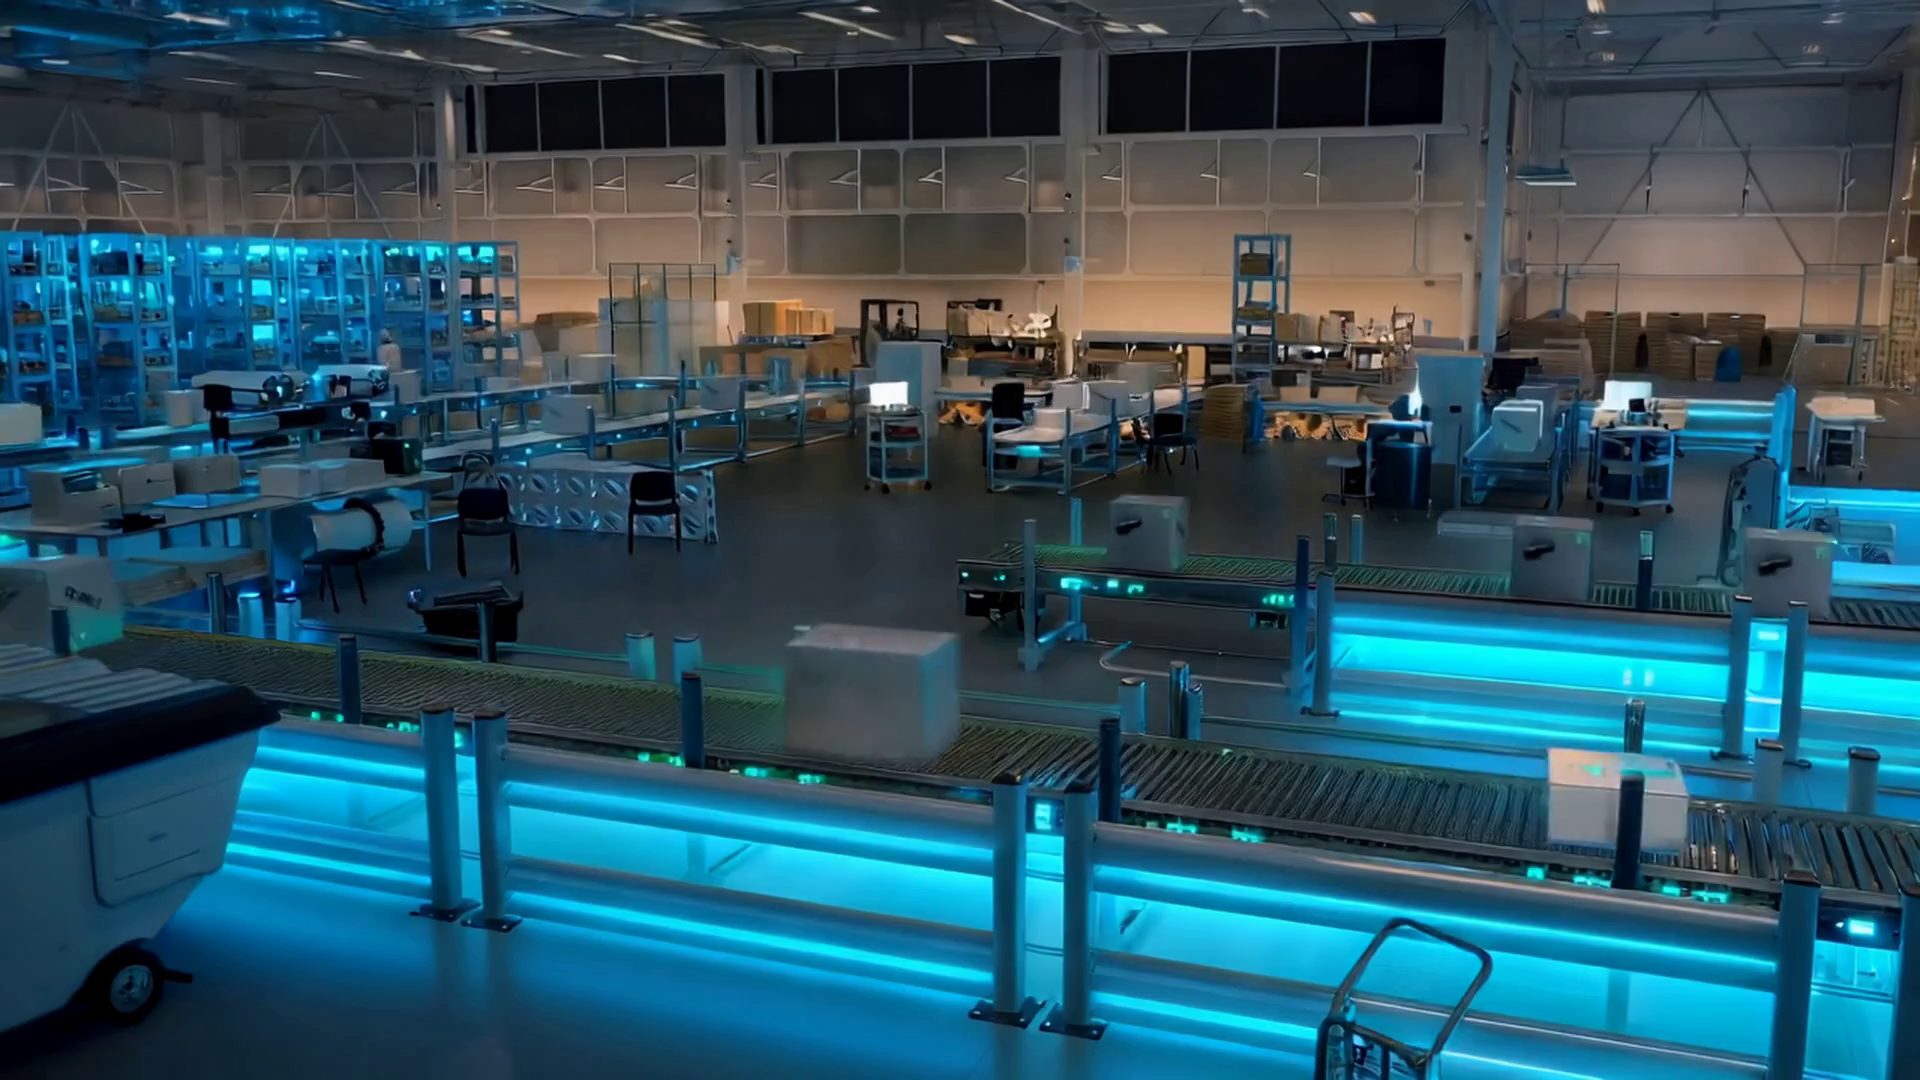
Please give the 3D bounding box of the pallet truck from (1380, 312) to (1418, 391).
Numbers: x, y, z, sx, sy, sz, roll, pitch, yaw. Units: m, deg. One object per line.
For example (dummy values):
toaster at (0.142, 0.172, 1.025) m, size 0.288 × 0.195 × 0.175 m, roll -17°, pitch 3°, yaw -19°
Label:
pallet truck at (10.207, -4.283, 38.369) m, size 0.823 × 1.965 × 1.885 m, roll 3°, pitch 10°, yaw 20°

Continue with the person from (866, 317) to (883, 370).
person at (-1.927, -4.019, 37.095) m, size 0.594 × 1.885 × 0.657 m, roll -3°, pitch 10°, yaw -19°

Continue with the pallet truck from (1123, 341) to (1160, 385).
pallet truck at (4.445, -4.380, 41.279) m, size 0.680 × 1.201 × 1.601 m, roll 4°, pitch 10°, yaw 22°

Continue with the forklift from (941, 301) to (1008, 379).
forklift at (0.365, -4.966, 41.571) m, size 1.157 × 1.987 × 2.680 m, roll 3°, pitch 10°, yaw 20°

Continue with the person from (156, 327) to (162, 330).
person at (-17.866, -3.995, 37.136) m, size 0.575 × 1.832 × 0.395 m, roll -6°, pitch 11°, yaw -34°

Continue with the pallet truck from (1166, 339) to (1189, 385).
pallet truck at (5.418, -4.269, 40.420) m, size 0.704 × 1.261 × 1.522 m, roll 3°, pitch 10°, yaw 20°

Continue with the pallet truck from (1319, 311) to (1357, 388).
pallet truck at (9.071, -4.419, 39.190) m, size 0.823 × 1.965 × 1.885 m, roll 5°, pitch 10°, yaw 26°

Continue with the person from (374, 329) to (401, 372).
person at (-11.322, -3.287, 32.948) m, size 0.601 × 1.800 × 0.893 m, roll 5°, pitch 11°, yaw 28°

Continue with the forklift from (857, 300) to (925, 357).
forklift at (-1.732, -5.109, 42.468) m, size 1.157 × 1.987 × 2.680 m, roll 4°, pitch 10°, yaw 22°

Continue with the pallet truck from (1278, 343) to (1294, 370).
pallet truck at (7.886, -4.163, 39.743) m, size 0.653 × 1.274 × 1.630 m, roll 4°, pitch 10°, yaw 22°
